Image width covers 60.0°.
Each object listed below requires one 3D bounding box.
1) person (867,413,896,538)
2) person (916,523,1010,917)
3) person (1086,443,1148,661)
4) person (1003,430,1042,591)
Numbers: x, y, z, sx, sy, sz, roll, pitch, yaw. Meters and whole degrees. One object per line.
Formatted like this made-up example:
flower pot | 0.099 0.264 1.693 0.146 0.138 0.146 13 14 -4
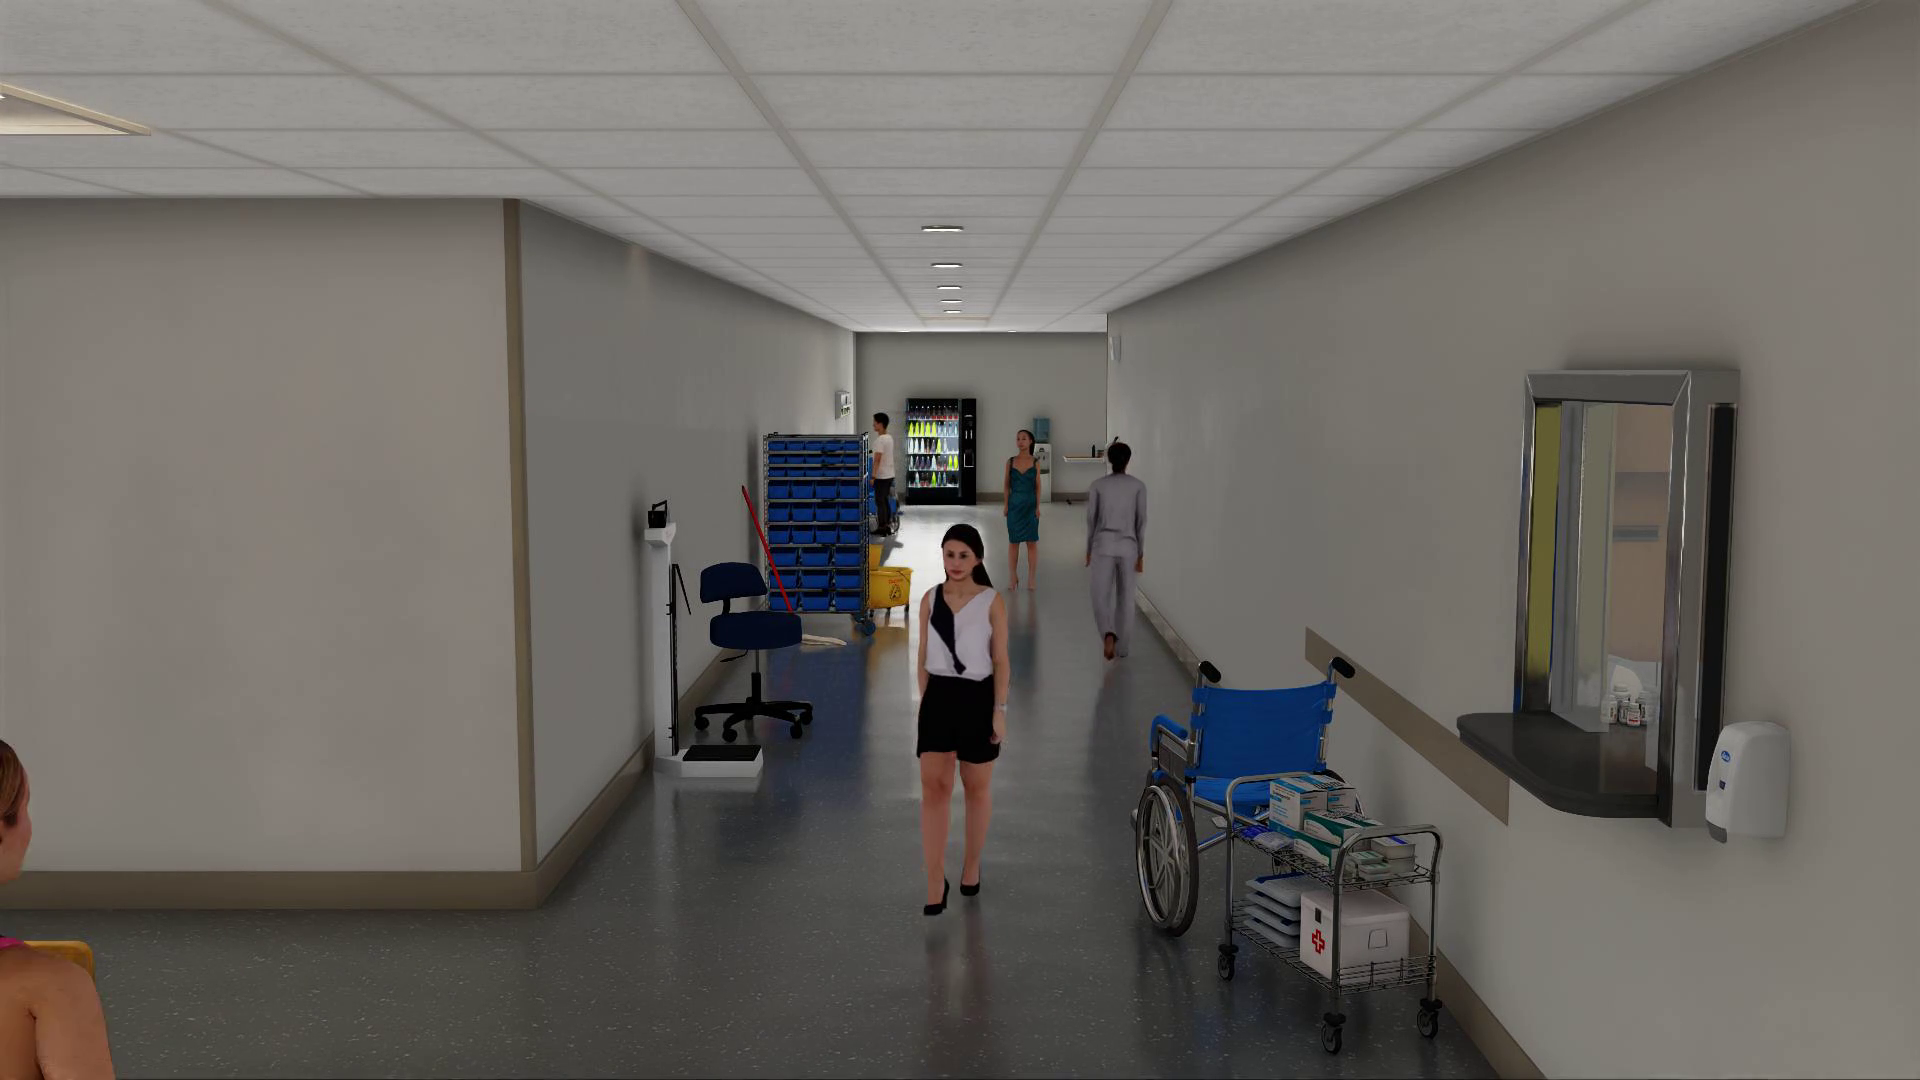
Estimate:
person | -1.021 -0.903 22.975 0.691 1.717 0.736 2 6 16
person | 0.031 0.750 7.147 0.821 1.626 0.700 1 6 8
person | 1.226 0.105 13.092 0.934 1.719 0.722 0 6 4
person | 0.661 -0.315 17.431 0.477 1.687 0.639 1 6 11
